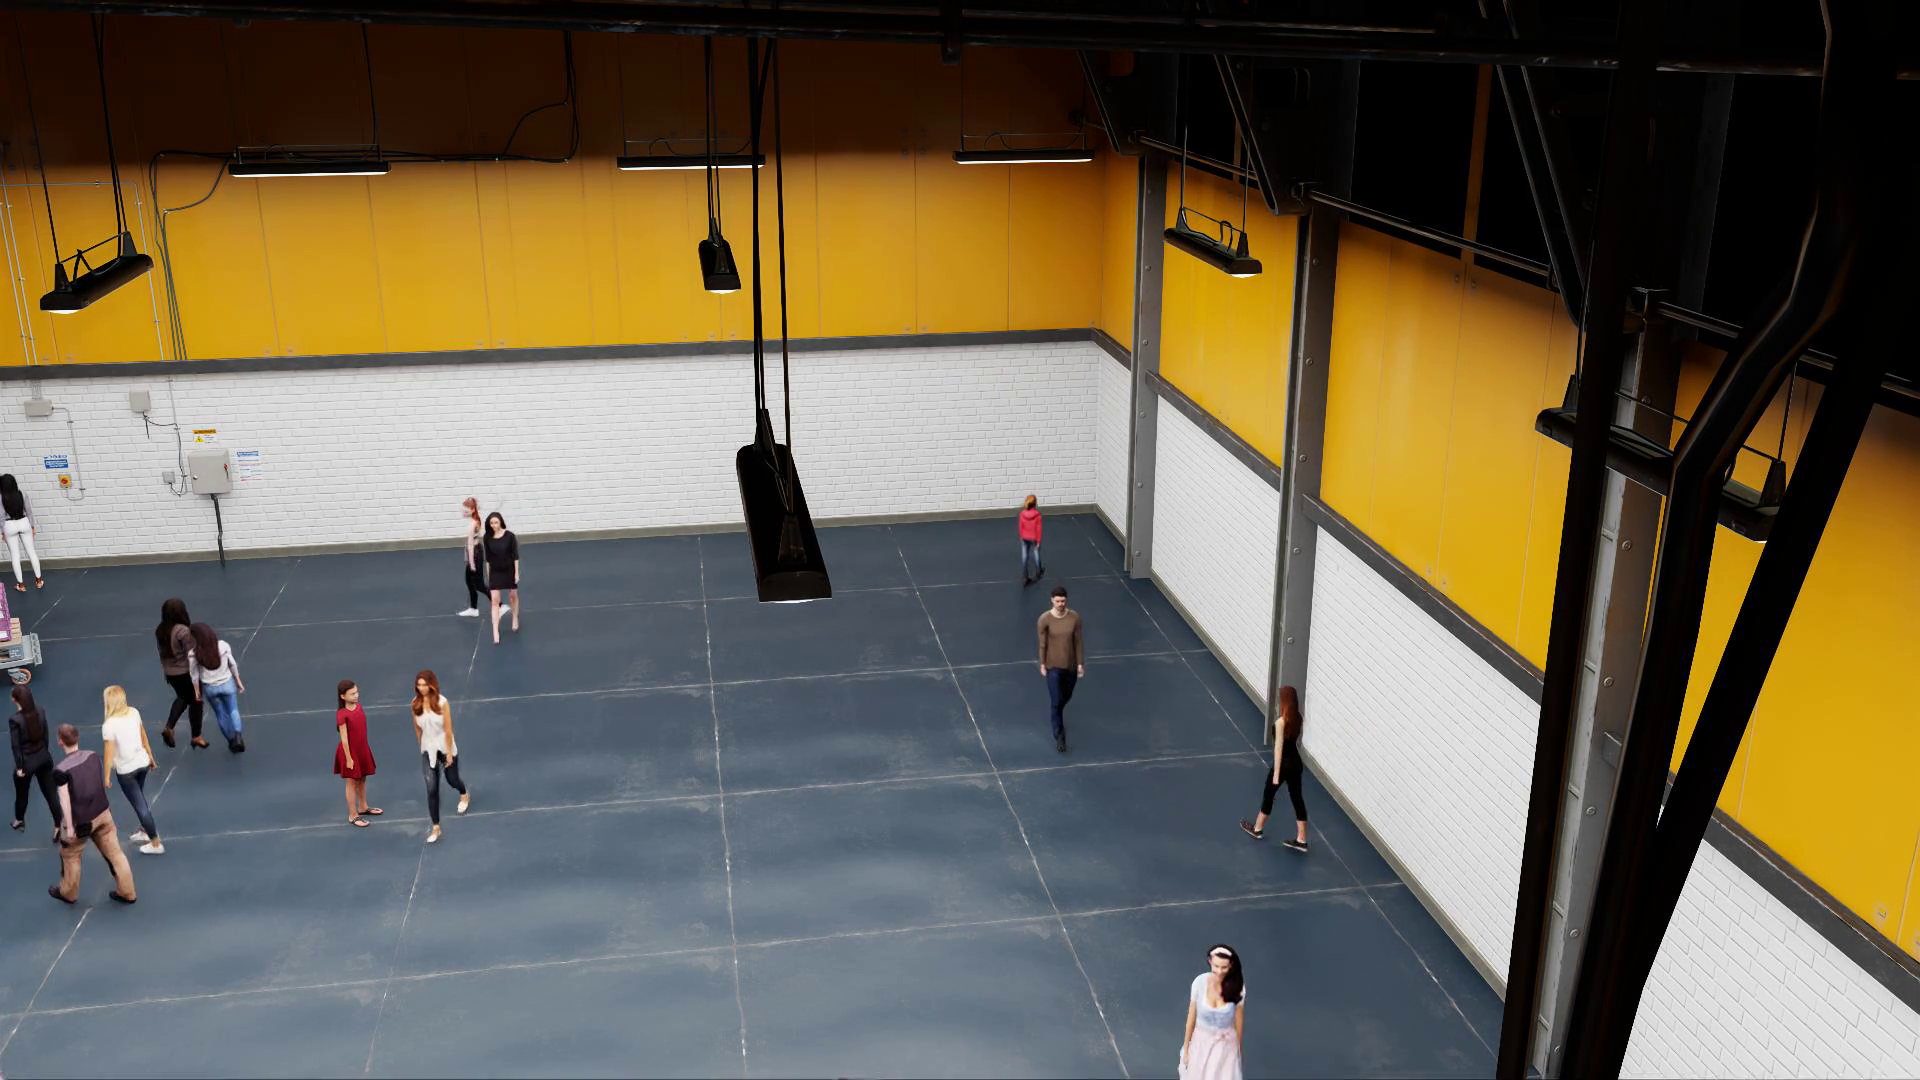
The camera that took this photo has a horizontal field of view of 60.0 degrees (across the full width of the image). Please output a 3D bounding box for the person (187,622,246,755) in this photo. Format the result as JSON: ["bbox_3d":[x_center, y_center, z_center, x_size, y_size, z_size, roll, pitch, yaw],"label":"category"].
[{"bbox_3d":[-8.191,1.684,18.413,0.830,1.599,0.914,-8,20,-24],"label":"person"}]

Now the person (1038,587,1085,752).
[{"bbox_3d":[1.141,1.392,18.881,0.659,1.855,1.141,-4,19,-11],"label":"person"}]

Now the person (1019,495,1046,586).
[{"bbox_3d":[0.987,0.016,23.846,0.739,1.294,0.890,6,20,18],"label":"person"}]

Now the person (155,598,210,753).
[{"bbox_3d":[-8.680,1.550,18.453,0.846,1.827,0.919,7,20,21],"label":"person"}]

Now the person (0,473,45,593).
[{"bbox_3d":[-13.378,-0.133,23.614,0.675,1.724,0.689,-16,24,-39],"label":"person"}]

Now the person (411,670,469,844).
[{"bbox_3d":[-5.250,2.114,16.893,0.732,1.754,1.137,1,19,2],"label":"person"}]

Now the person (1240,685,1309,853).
[{"bbox_3d":[3.295,2.289,16.452,0.945,1.704,1.094,-17,25,-40],"label":"person"}]

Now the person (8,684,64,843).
[{"bbox_3d":[-9.164,2.263,16.575,1.013,1.677,1.008,9,21,25],"label":"person"}]

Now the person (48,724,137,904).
[{"bbox_3d":[-8.012,2.589,15.402,1.093,1.806,1.111,7,20,19],"label":"person"}]

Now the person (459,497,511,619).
[{"bbox_3d":[-6.519,0.261,22.434,0.762,1.731,0.863,-1,19,-3],"label":"person"}]

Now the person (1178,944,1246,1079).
[{"bbox_3d":[1.837,3.707,12.113,0.998,1.786,1.254,5,19,15],"label":"person"}]

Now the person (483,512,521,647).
[{"bbox_3d":[-5.947,0.461,21.795,0.643,1.759,1.095,-2,19,-6],"label":"person"}]

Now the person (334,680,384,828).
[{"bbox_3d":[-6.227,2.157,17.081,0.696,1.554,0.638,4,19,11],"label":"person"}]

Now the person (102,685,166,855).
[{"bbox_3d":[-8.058,2.270,16.365,0.879,1.796,0.823,5,19,15],"label":"person"}]
